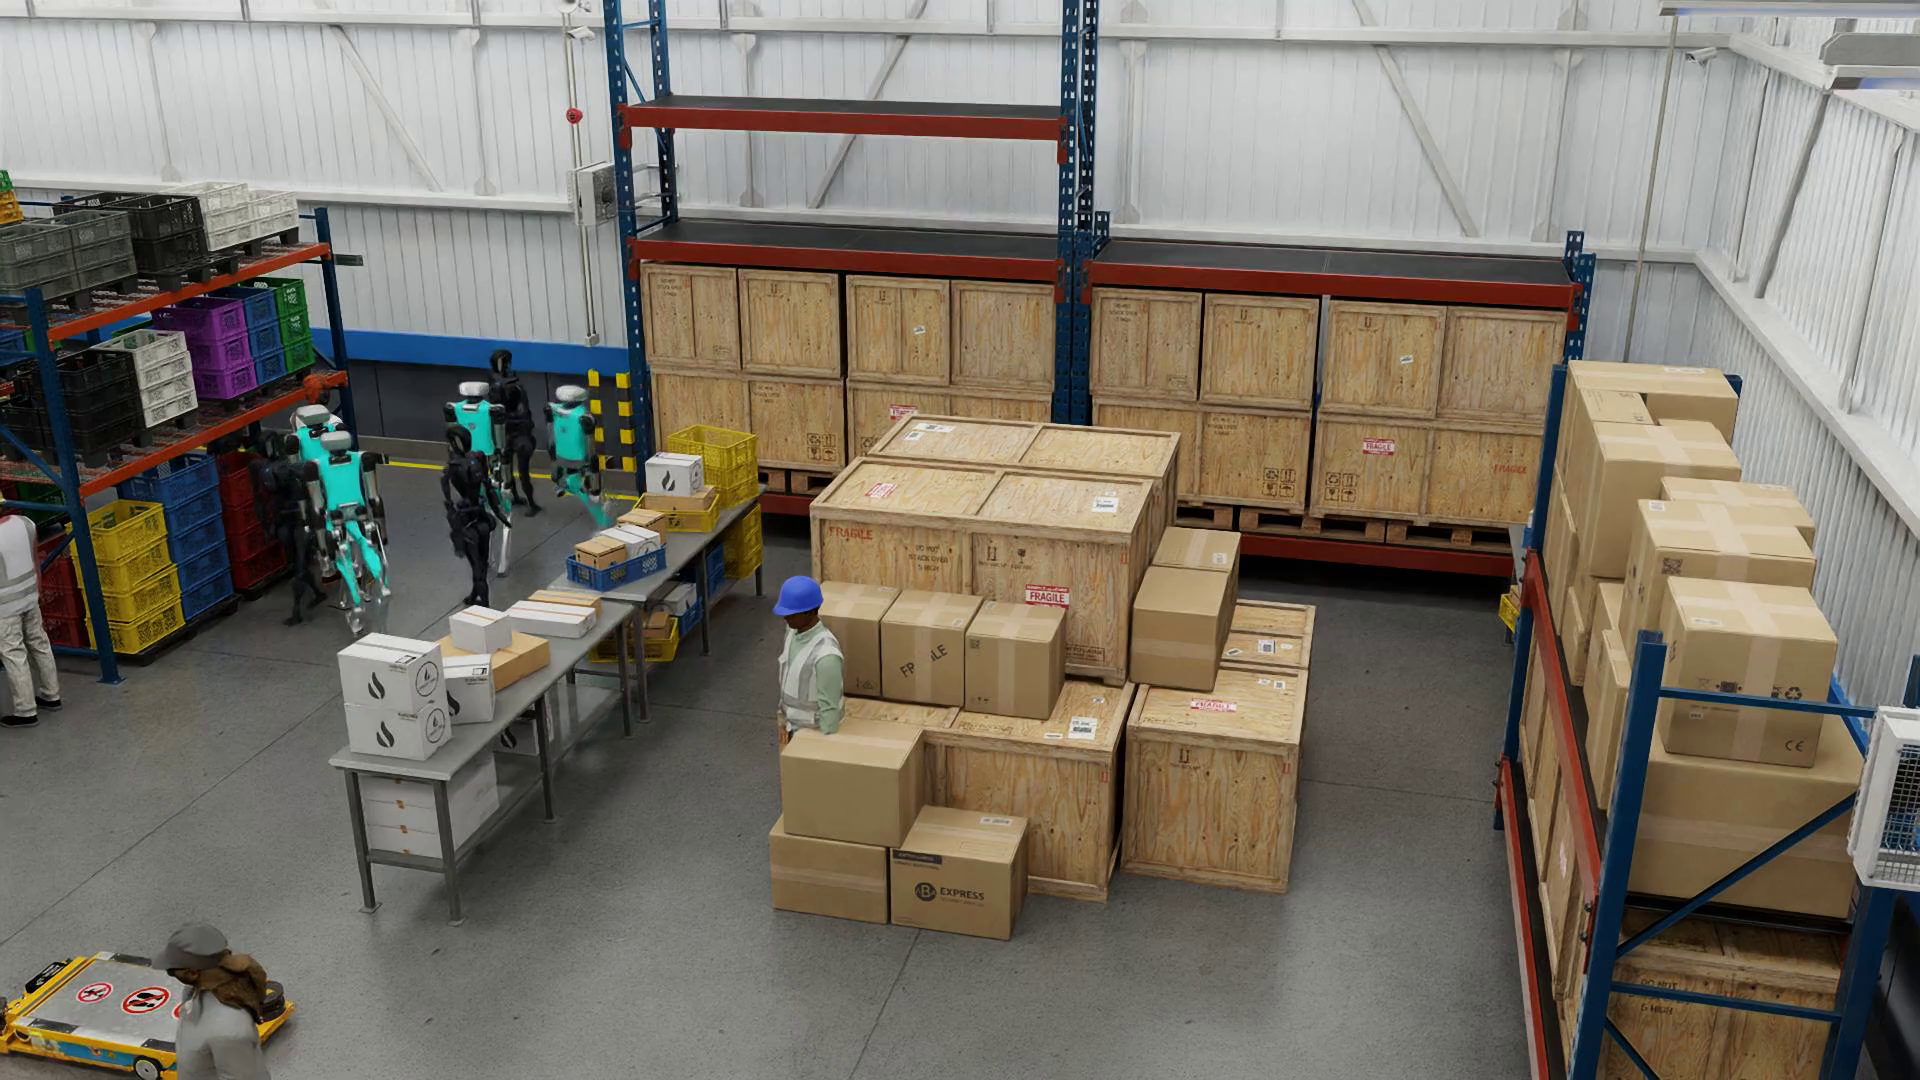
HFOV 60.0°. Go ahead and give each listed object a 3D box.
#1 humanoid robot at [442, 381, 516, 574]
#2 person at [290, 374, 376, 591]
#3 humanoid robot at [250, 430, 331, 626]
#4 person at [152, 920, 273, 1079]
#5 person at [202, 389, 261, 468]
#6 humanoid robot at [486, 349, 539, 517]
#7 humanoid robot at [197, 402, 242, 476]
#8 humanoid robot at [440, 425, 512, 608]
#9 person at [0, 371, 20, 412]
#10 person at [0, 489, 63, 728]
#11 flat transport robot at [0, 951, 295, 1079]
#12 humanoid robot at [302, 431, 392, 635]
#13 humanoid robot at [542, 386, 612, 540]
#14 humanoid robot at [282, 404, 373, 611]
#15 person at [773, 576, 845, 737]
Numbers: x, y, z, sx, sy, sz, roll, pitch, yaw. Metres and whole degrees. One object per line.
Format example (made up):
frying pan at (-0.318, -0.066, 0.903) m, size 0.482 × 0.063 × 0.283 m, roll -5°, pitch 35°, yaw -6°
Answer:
humanoid robot at (-4.077, -0.528, 14.443) m, size 0.533 × 1.865 × 0.669 m, roll 2°, pitch 21°, yaw 4°
person at (-5.316, -0.483, 14.048) m, size 0.574 × 1.883 × 0.356 m, roll 10°, pitch 23°, yaw 24°
humanoid robot at (-5.422, -0.131, 13.478) m, size 0.585 × 1.619 × 0.728 m, roll 5°, pitch 21°, yaw 13°
person at (-2.984, 2.328, 6.853) m, size 0.398 × 1.766 × 0.567 m, roll -12°, pitch 24°, yaw -29°
person at (-7.070, -1.343, 16.080) m, size 0.605 × 2.044 × 0.370 m, roll -8°, pitch 23°, yaw -21°
humanoid robot at (-4.213, -1.021, 15.760) m, size 0.601 × 1.641 × 0.394 m, roll 14°, pitch 25°, yaw 32°
humanoid robot at (-7.033, -1.027, 15.758) m, size 0.611 × 1.653 × 0.358 m, roll 15°, pitch 26°, yaw 34°
humanoid robot at (-3.922, -0.153, 13.512) m, size 0.612 × 1.645 × 0.605 m, roll 10°, pitch 23°, yaw 23°
person at (-9.512, -1.395, 16.494) m, size 0.429 × 1.844 × 0.620 m, roll -2°, pitch 21°, yaw -6°
person at (-6.701, 0.441, 11.699) m, size 0.403 × 1.834 × 0.588 m, roll 5°, pitch 21°, yaw 12°
flat transport robot at (-4.270, 2.464, 8.601) m, size 1.431 × 0.231 × 0.659 m, roll 5°, pitch 22°, yaw 13°
humanoid robot at (-4.627, 0.074, 12.768) m, size 0.542 × 1.724 × 0.992 m, roll -12°, pitch 24°, yaw -28°
humanoid robot at (-3.184, -0.559, 14.502) m, size 0.577 × 1.771 × 0.919 m, roll 9°, pitch 23°, yaw 21°
humanoid robot at (-4.986, -0.228, 13.398) m, size 0.735 × 1.677 × 0.533 m, roll 18°, pitch 27°, yaw 39°
person at (-0.881, 1.103, 9.828) m, size 0.411 × 1.939 × 0.602 m, roll -10°, pitch 23°, yaw -24°
